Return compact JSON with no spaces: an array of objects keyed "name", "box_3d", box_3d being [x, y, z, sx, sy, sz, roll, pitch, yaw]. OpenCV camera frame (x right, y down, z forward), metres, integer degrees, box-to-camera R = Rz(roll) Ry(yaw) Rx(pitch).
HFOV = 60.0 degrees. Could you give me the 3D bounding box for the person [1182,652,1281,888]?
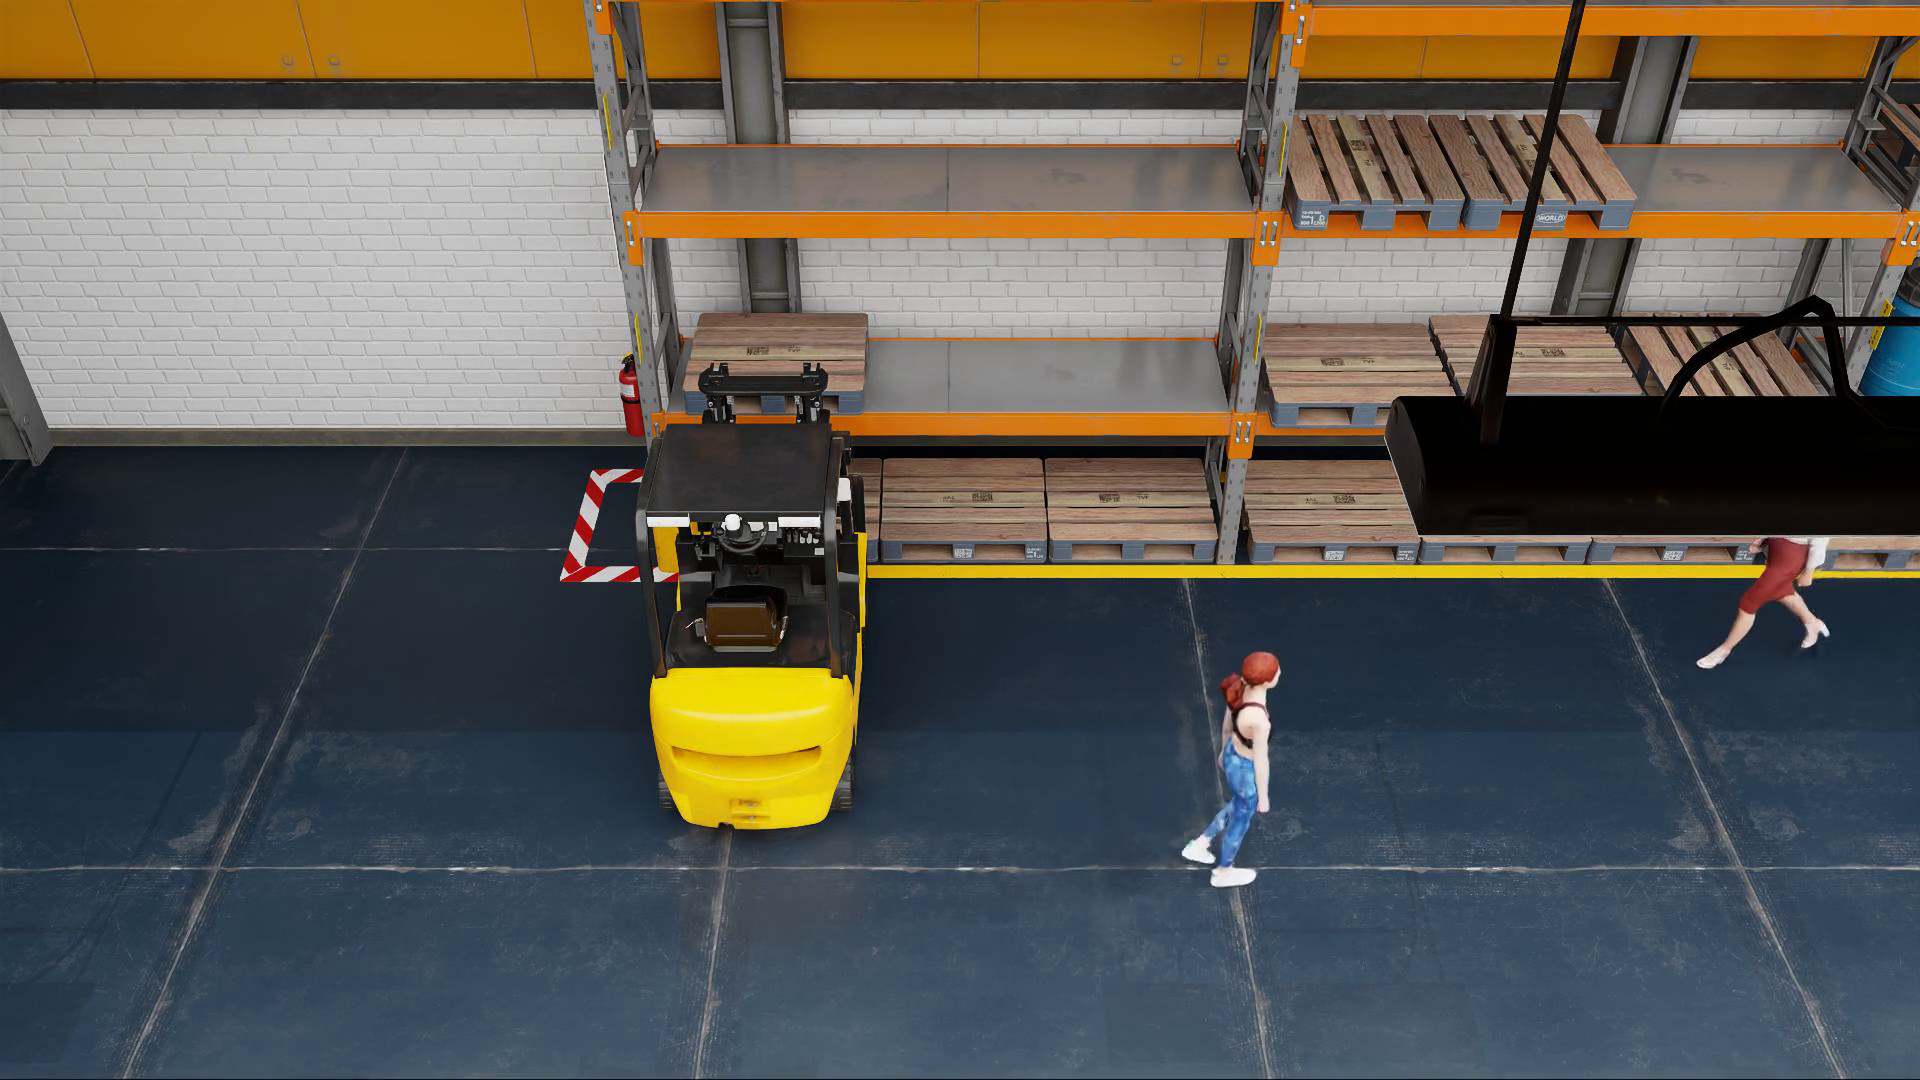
[{"name":"person","box_3d":[1.479,1.316,9.165,0.720,1.778,0.621,-6,39,-7]}]
